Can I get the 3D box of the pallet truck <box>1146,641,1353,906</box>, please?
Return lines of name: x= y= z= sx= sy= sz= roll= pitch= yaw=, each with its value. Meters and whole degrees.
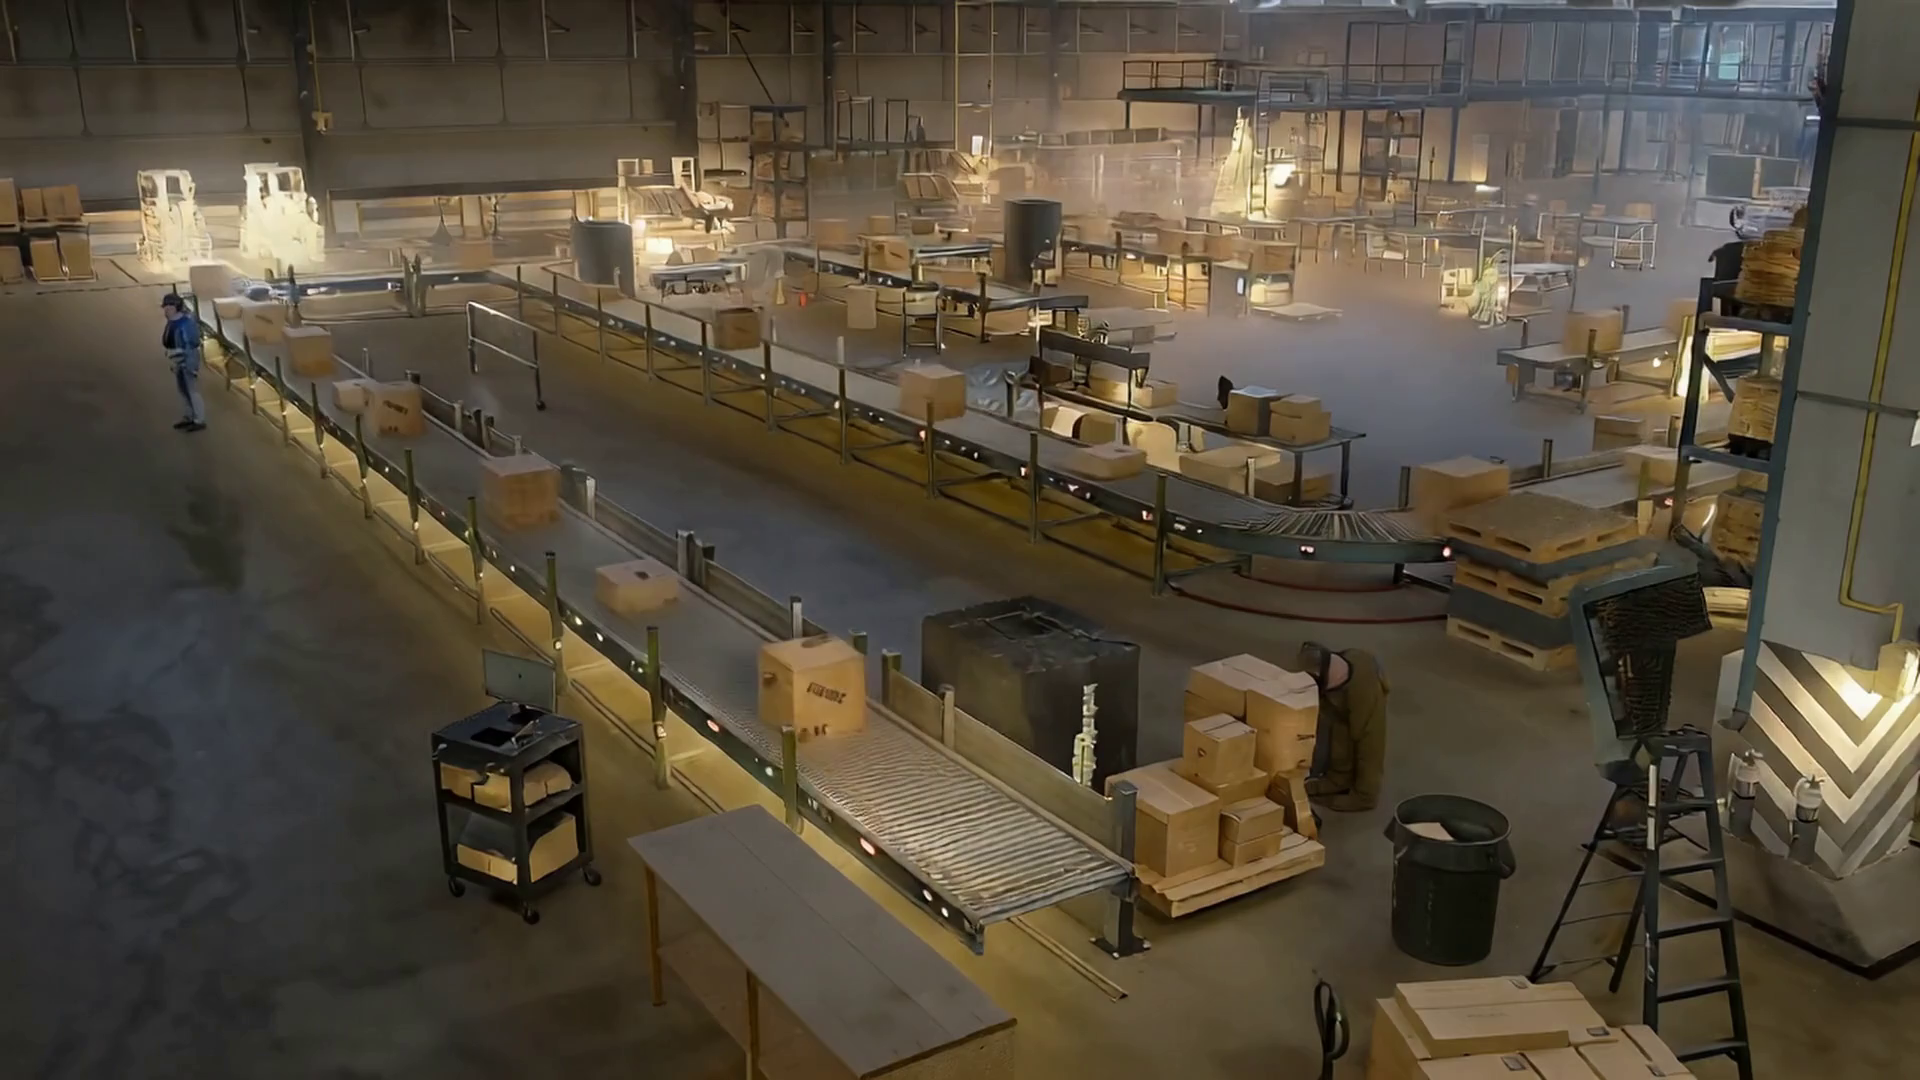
pallet truck: x=1.664 y=1.407 z=10.232 sx=1.630 sy=1.274 sz=0.653 roll=-10 pitch=20 yaw=-31

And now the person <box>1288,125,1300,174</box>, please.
person: x=12.761 y=-15.024 z=63.976 sx=0.608 sy=1.835 sz=0.974 roll=-10 pitch=19 yaw=-30

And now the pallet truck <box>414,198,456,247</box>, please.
pallet truck: x=-13.250 y=-8.060 z=41.856 sx=0.680 sy=1.201 sz=1.601 roll=-10 pitch=20 yaw=-31

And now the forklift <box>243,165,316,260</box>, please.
forklift: x=-15.898 y=-7.669 z=38.708 sx=1.157 sy=1.987 sz=2.680 roll=-11 pitch=20 yaw=-33

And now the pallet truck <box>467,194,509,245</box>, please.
pallet truck: x=-11.983 y=-8.177 z=42.137 sx=0.704 sy=1.261 sz=1.522 roll=-11 pitch=20 yaw=-33

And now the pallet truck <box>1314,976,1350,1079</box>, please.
pallet truck: x=2.299 y=2.390 z=7.086 sx=1.601 sy=1.201 sz=0.680 roll=-2 pitch=17 yaw=-7

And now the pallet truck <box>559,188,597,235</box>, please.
pallet truck: x=-10.010 y=-8.652 z=43.699 sx=0.653 sy=1.274 sz=1.630 roll=-10 pitch=20 yaw=-31

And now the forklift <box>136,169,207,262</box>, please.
forklift: x=-17.842 y=-7.318 z=37.559 sx=1.157 sy=1.987 sz=2.680 roll=-10 pitch=20 yaw=-31

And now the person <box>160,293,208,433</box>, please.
person: x=-10.144 y=-2.316 z=21.706 sx=0.596 sy=1.831 sz=0.403 roll=13 pitch=21 yaw=36

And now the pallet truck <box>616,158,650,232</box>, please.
pallet truck: x=-8.918 y=-9.176 z=44.255 sx=0.823 sy=1.965 sz=1.885 roll=-9 pitch=19 yaw=-27

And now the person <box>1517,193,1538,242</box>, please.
person: x=12.490 y=-6.798 z=36.790 sx=0.532 sy=1.743 sz=0.777 roll=-7 pitch=18 yaw=-23

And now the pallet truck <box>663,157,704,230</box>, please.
pallet truck: x=-7.586 y=-9.308 z=44.692 sx=0.823 sy=1.965 sz=1.885 roll=-11 pitch=20 yaw=-33
